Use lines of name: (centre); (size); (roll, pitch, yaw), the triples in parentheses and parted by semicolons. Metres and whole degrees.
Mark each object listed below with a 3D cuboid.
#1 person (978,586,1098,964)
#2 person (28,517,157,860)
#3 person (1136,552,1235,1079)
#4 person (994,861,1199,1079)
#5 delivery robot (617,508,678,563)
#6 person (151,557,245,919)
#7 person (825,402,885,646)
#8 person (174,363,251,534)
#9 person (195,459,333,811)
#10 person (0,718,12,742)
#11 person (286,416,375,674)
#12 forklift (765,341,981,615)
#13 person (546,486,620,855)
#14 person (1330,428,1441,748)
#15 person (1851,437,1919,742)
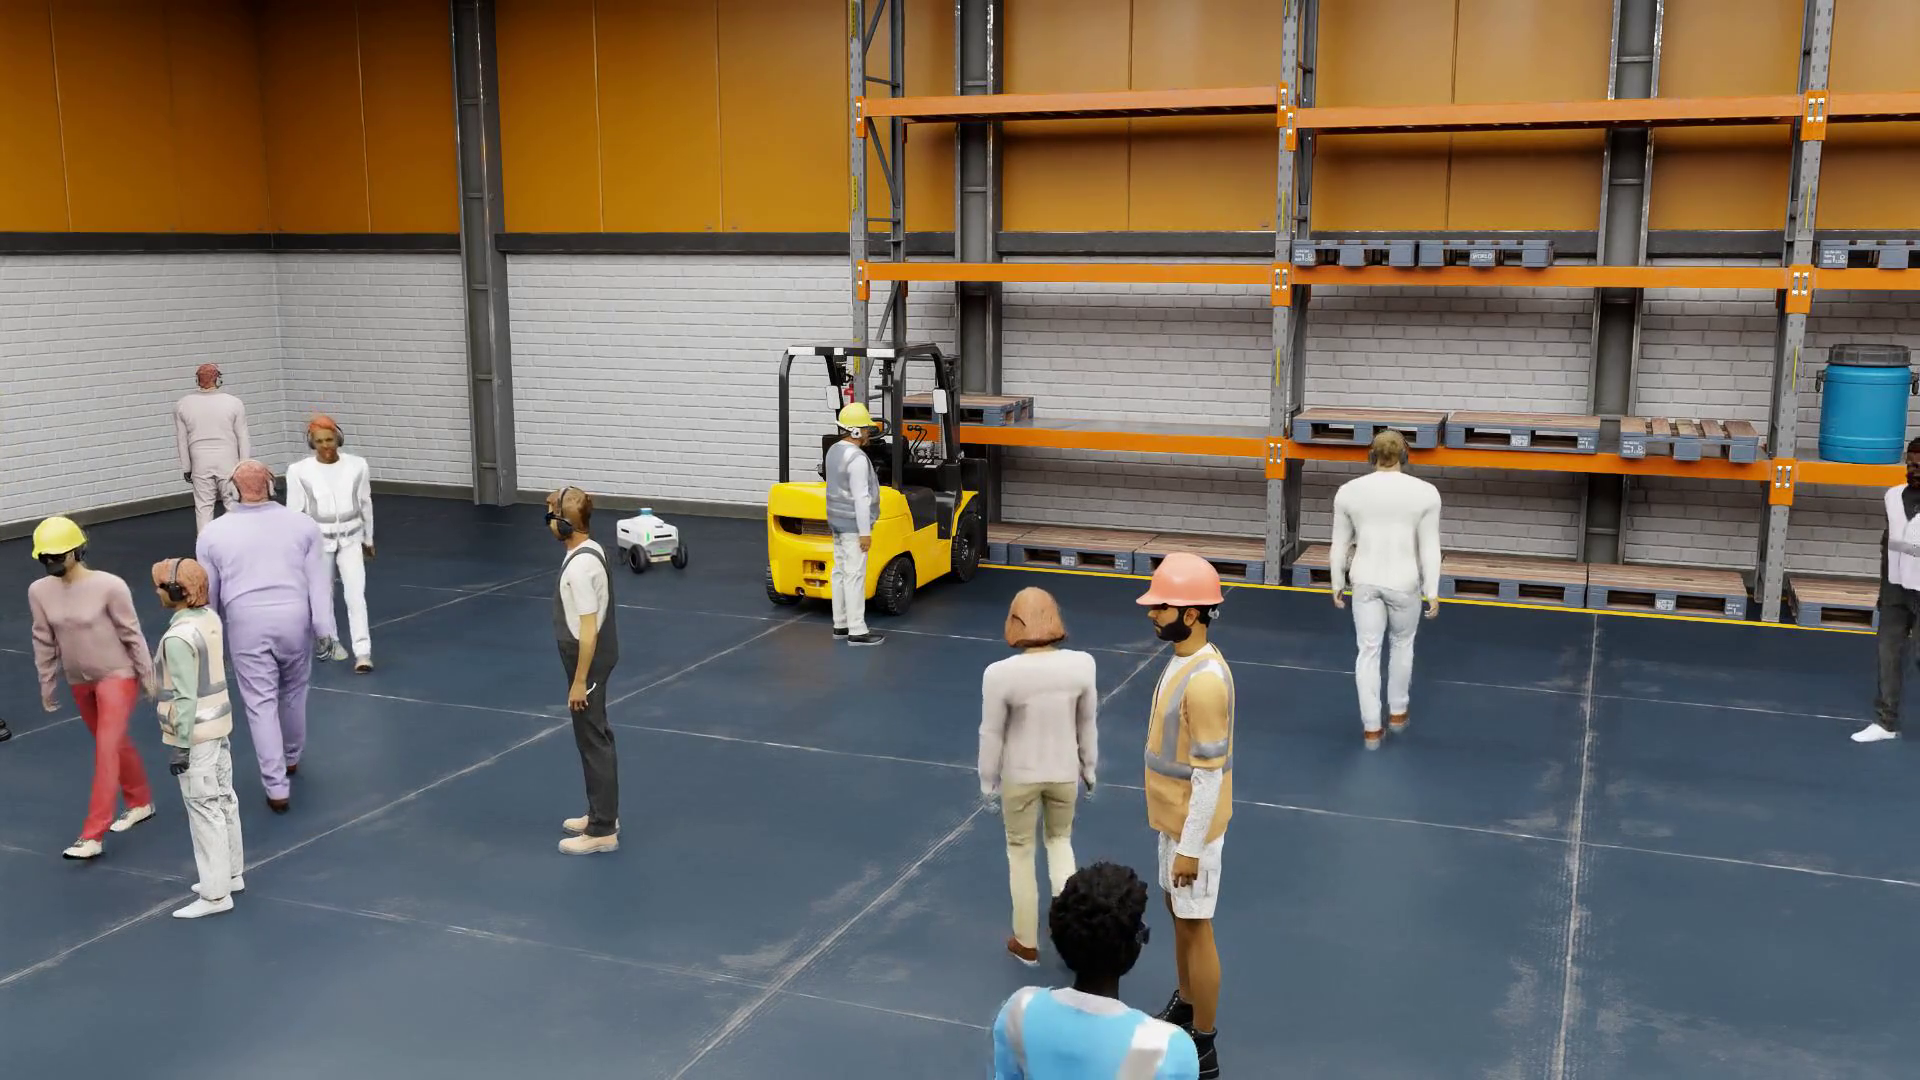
person: (0.330, 0.995, 6.939); (0.517, 1.616, 0.394); (-3, 11, -15)
person: (-4.344, 0.713, 8.283); (0.542, 1.697, 0.862); (2, 10, 10)
person: (0.802, 1.000, 6.035); (0.356, 1.938, 0.545); (0, 10, -2)
person: (0.265, 1.546, 3.689); (0.546, 1.681, 0.596); (9, 14, 42)
delivery robot: (-2.916, -0.055, 15.505); (0.477, 0.478, 0.707); (-7, 12, -35)
person: (-3.444, 0.884, 7.514); (0.308, 1.639, 0.524); (-2, 10, -8)
person: (-0.804, -0.123, 12.584); (0.404, 1.834, 0.592); (-5, 11, -25)
person: (-6.994, -0.710, 15.649); (0.642, 1.909, 0.408); (-2, 10, -11)
person: (-3.812, 0.488, 9.123); (0.655, 1.850, 0.990); (-5, 12, -28)
person: (-6.056, 0.272, 10.095); (0.358, 1.938, 0.542); (-7, 12, -33)
person: (-4.441, 0.027, 11.785); (0.602, 1.819, 1.027); (-6, 12, -30)
forklift: (-0.739, -0.602, 14.246); (1.214, 2.155, 2.313); (4, 11, 21)
person: (-1.870, 0.644, 8.287); (0.325, 1.841, 0.517); (-1, 10, -6)
person: (2.608, 0.265, 10.199); (0.660, 1.906, 0.847); (4, 11, 20)
person: (5.870, 0.302, 10.071); (0.769, 1.893, 0.596); (-3, 11, -18)
